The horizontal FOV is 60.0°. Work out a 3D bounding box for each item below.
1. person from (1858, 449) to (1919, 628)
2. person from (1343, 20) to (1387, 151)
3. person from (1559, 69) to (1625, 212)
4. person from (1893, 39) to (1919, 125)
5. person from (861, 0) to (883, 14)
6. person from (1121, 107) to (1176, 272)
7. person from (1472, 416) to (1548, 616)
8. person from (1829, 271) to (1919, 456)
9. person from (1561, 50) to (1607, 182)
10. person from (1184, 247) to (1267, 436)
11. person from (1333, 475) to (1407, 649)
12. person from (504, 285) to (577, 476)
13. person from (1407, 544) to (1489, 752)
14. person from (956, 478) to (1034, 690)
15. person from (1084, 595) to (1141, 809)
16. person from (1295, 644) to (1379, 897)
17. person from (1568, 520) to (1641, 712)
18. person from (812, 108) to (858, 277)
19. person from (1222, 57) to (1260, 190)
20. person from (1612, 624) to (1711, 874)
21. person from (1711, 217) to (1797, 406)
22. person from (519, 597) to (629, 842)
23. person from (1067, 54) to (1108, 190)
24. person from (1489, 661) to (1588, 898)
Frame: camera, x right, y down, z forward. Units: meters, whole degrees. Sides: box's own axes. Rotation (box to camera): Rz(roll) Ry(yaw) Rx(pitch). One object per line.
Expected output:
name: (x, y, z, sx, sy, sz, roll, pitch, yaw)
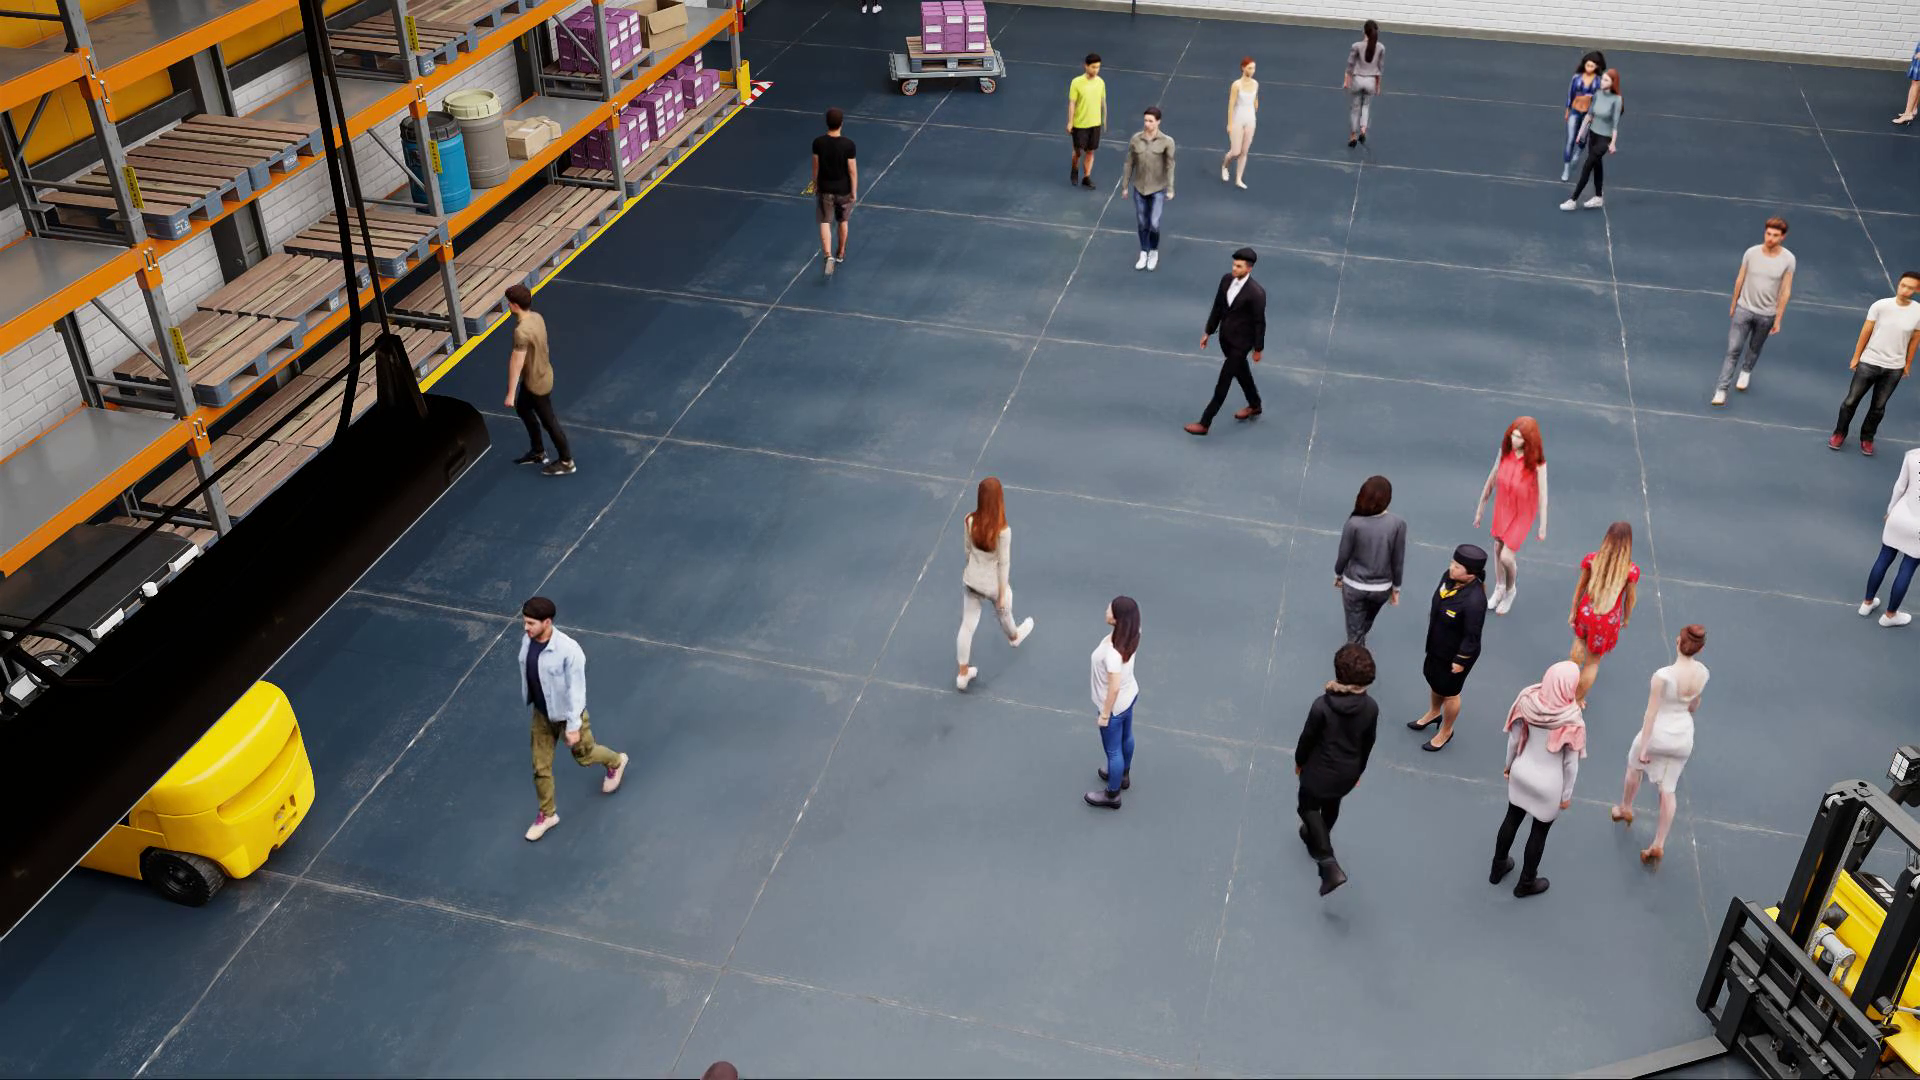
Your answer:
person: (7.419, -0.120, 12.944, 0.743, 1.776, 0.694, -18, 38, -25)
person: (5.285, -5.919, 21.770, 0.696, 1.663, 0.690, -1, 34, -2)
person: (7.787, -4.824, 20.071, 0.978, 1.721, 0.968, -12, 35, -17)
person: (13.110, -6.577, 22.632, 0.813, 1.805, 0.680, 27, 42, 34)
person: (-1.498, -9.485, 27.065, 0.614, 1.741, 0.565, 4, 34, 6)
person: (2.164, -3.971, 18.667, 0.779, 1.855, 0.703, 15, 36, 21)
person: (4.391, -0.199, 13.038, 0.842, 1.805, 0.803, -22, 39, -29)
person: (8.432, -1.633, 15.197, 0.666, 1.801, 0.571, 13, 36, 18)
person: (7.864, -5.381, 21.020, 0.718, 1.597, 1.038, 14, 36, 20)
person: (2.654, -1.873, 15.539, 1.265, 1.824, 1.239, -16, 37, -22)
person: (3.005, 0.405, 12.214, 0.813, 1.710, 1.187, 1, 34, 1)
person: (-3.676, -1.402, 14.823, 0.905, 1.832, 0.867, -4, 34, -6)
person: (3.474, 0.755, 11.723, 0.847, 1.671, 0.715, -4, 34, -7)
person: (0.142, 0.373, 12.300, 0.802, 1.668, 1.162, 19, 38, 26)
person: (1.060, 1.093, 11.202, 0.693, 1.685, 0.507, 14, 36, 20)
person: (2.389, 1.484, 10.553, 0.911, 1.751, 1.122, -6, 34, -9)
person: (4.579, 0.611, 12.025, 0.699, 1.576, 0.779, 25, 41, 33)
person: (-1.425, -3.874, 18.531, 0.890, 1.844, 1.180, -1, 34, -2)
person: (3.472, -5.219, 20.741, 0.720, 1.637, 0.779, -14, 36, -20)
person: (4.569, 1.373, 10.714, 0.744, 1.759, 0.907, -7, 34, -10)
person: (7.721, -2.230, 16.058, 0.872, 1.843, 1.258, 18, 38, 25)
person: (-2.596, 1.122, 11.073, 0.870, 1.779, 1.204, 17, 37, 24)
person: (1.542, -5.233, 20.704, 0.797, 1.702, 0.840, -11, 35, -17)
person: (3.646, 1.499, 10.484, 0.767, 1.803, 0.734, -25, 41, -32)
